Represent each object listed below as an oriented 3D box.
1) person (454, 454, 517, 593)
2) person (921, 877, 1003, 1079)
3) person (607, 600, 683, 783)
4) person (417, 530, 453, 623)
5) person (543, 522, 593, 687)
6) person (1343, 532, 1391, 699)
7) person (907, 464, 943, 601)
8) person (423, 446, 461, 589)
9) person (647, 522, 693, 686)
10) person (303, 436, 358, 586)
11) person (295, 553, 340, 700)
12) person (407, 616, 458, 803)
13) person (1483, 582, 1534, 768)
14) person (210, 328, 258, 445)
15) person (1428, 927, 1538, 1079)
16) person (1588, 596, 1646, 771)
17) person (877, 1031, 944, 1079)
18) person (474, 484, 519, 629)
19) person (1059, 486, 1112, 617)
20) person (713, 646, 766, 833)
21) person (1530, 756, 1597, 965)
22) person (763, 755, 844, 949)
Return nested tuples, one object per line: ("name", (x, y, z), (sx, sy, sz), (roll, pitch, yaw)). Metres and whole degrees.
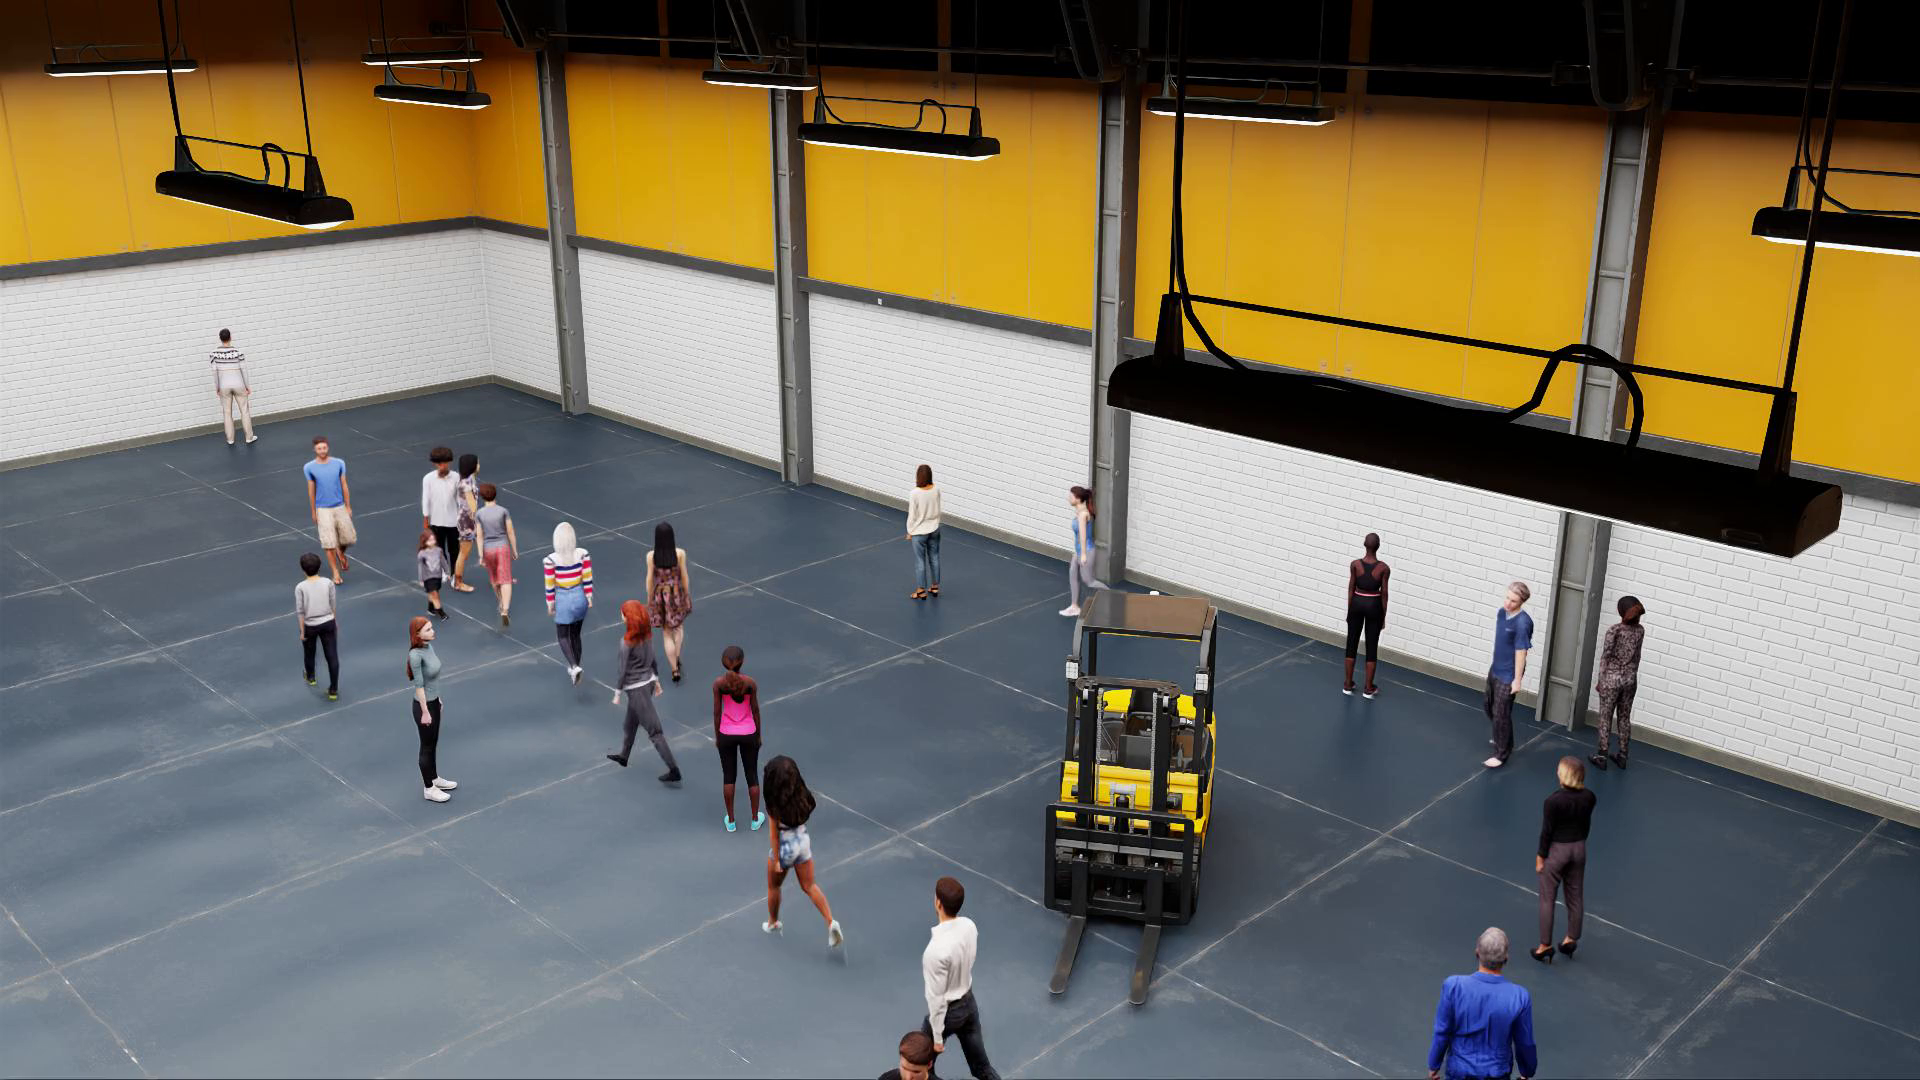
("person", (-5.995, -0.174, 20.077), (1.069, 1.701, 1.002), (1, 19, 3))
("person", (0.047, 3.015, 10.415), (1.281, 1.823, 0.775), (13, 23, 34))
("person", (-2.866, 1.432, 15.262), (1.205, 1.729, 0.887), (8, 20, 22))
("person", (-6.160, 0.401, 19.349), (0.759, 1.076, 0.503), (16, 24, 39))
("person", (-4.057, 0.691, 17.361), (0.829, 1.794, 1.007), (-9, 21, -25))
("person", (4.188, 0.762, 17.211), (0.604, 1.756, 0.710), (7, 20, 19))
("person", (-0.414, -0.107, 19.907), (0.652, 1.683, 0.595), (-12, 22, -33))
("person", (-6.286, -0.289, 20.274), (0.822, 1.793, 0.867), (-7, 20, -20))
("person", (-3.035, 0.690, 17.421), (0.851, 1.758, 0.973), (-5, 19, -15))
("person", (-7.782, -0.410, 20.535), (0.798, 1.855, 0.919), (-10, 21, -26))
("person", (-6.578, 0.912, 17.124), (0.678, 1.527, 0.974), (-13, 22, -33))
("person", (-4.803, 1.506, 15.020), (0.729, 1.743, 0.670), (0, 19, 0))
("person", (5.155, 1.243, 15.632), (0.969, 1.852, 0.868), (1, 19, 2))
("person", (-11.654, -2.465, 26.626), (0.768, 1.861, 0.761), (-5, 19, -14))
("person", (3.083, 3.180, 9.934), (0.853, 1.817, 0.972), (8, 20, 22))
("person", (6.174, 1.330, 15.587), (0.657, 1.715, 0.691), (-5, 19, -14))
("person", (-0.181, 3.435, 9.156), (1.068, 1.831, 0.994), (9, 21, 25))
("person", (-5.324, 0.197, 19.108), (0.992, 1.616, 1.207), (-3, 19, -8))
("person", (1.520, 0.165, 19.262), (1.020, 1.578, 0.971), (0, 19, 1))
("person", (-1.928, 1.714, 14.435), (0.661, 1.722, 0.714), (-1, 19, -3))
("person", (4.537, 2.400, 12.485), (0.678, 1.668, 0.682), (-6, 20, -18))
("person", (-1.219, 2.400, 12.598), (1.043, 1.595, 0.641), (15, 24, 37))
